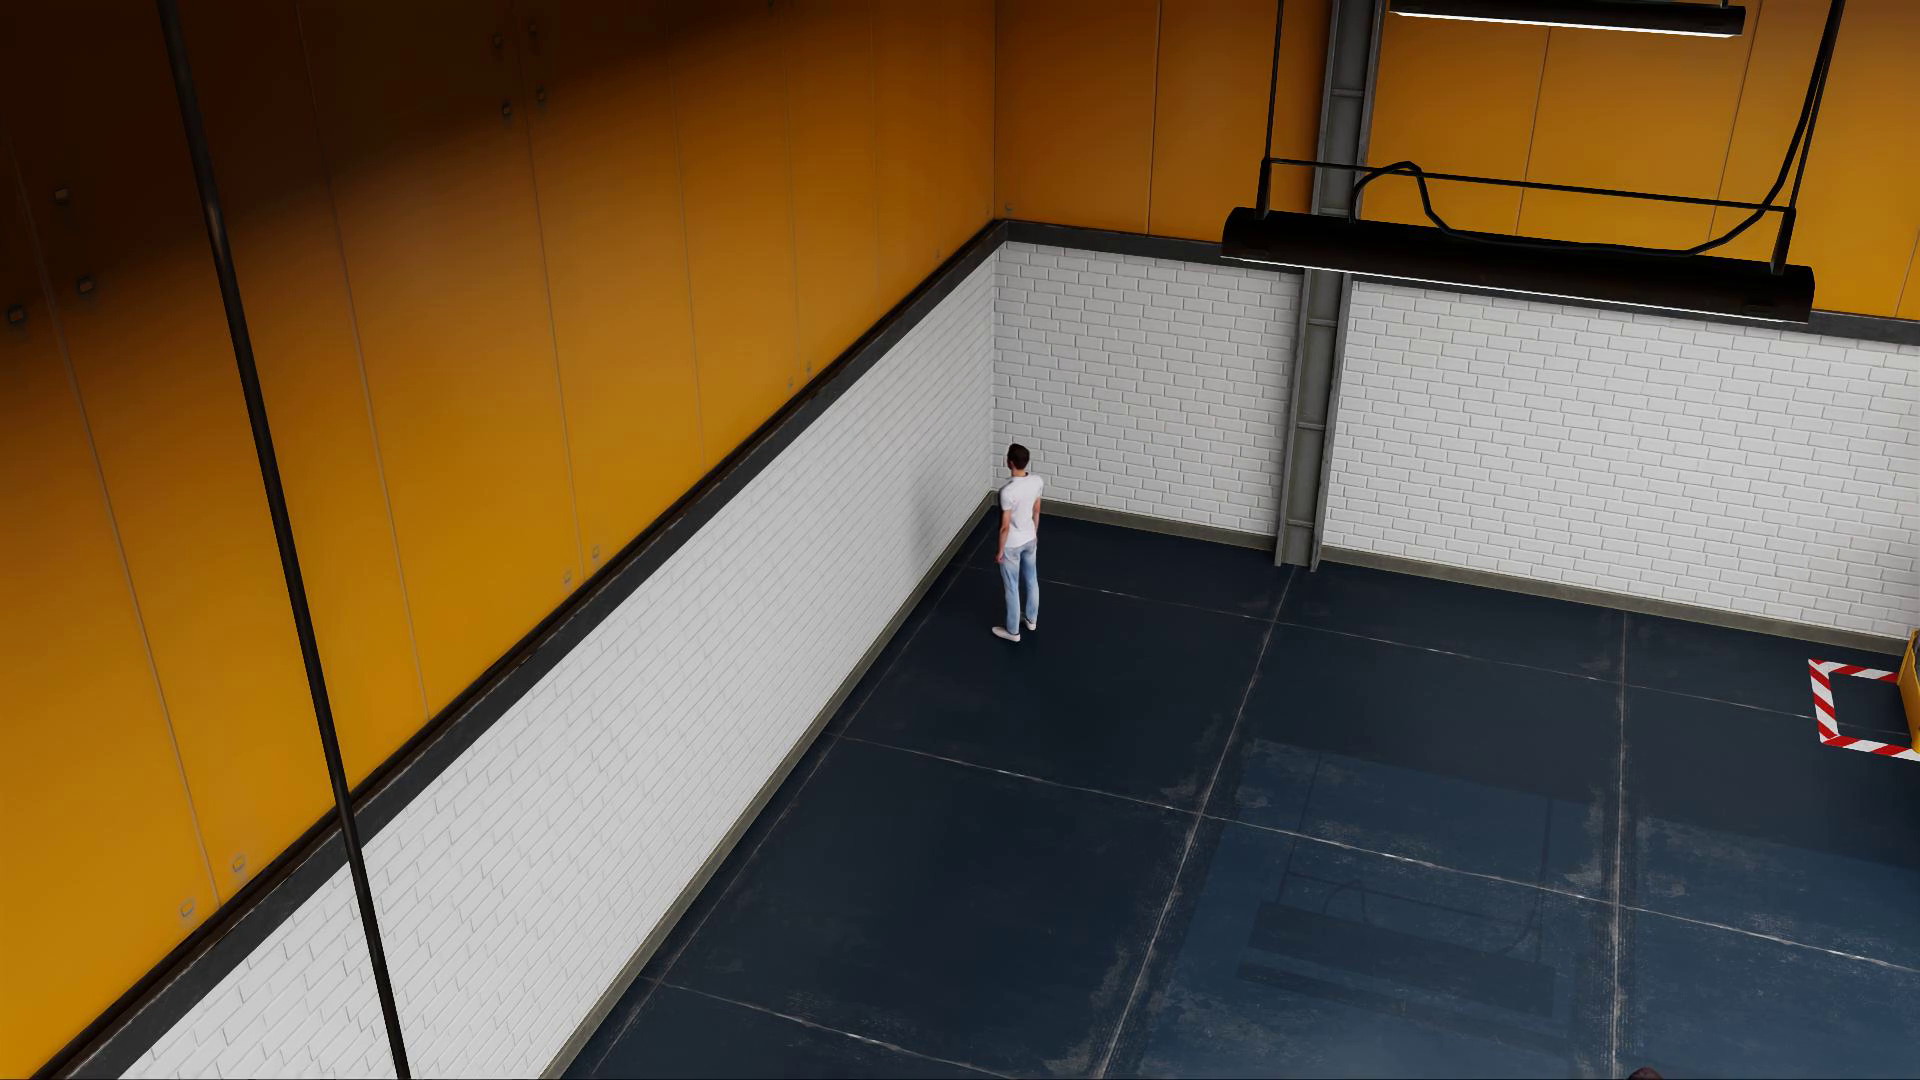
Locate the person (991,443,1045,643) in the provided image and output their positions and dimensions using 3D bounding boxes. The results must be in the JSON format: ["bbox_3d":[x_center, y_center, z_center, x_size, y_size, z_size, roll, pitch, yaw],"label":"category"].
[{"bbox_3d":[0.513,0.014,14.545,0.724,1.851,0.697,-26,38,-38],"label":"person"}]
